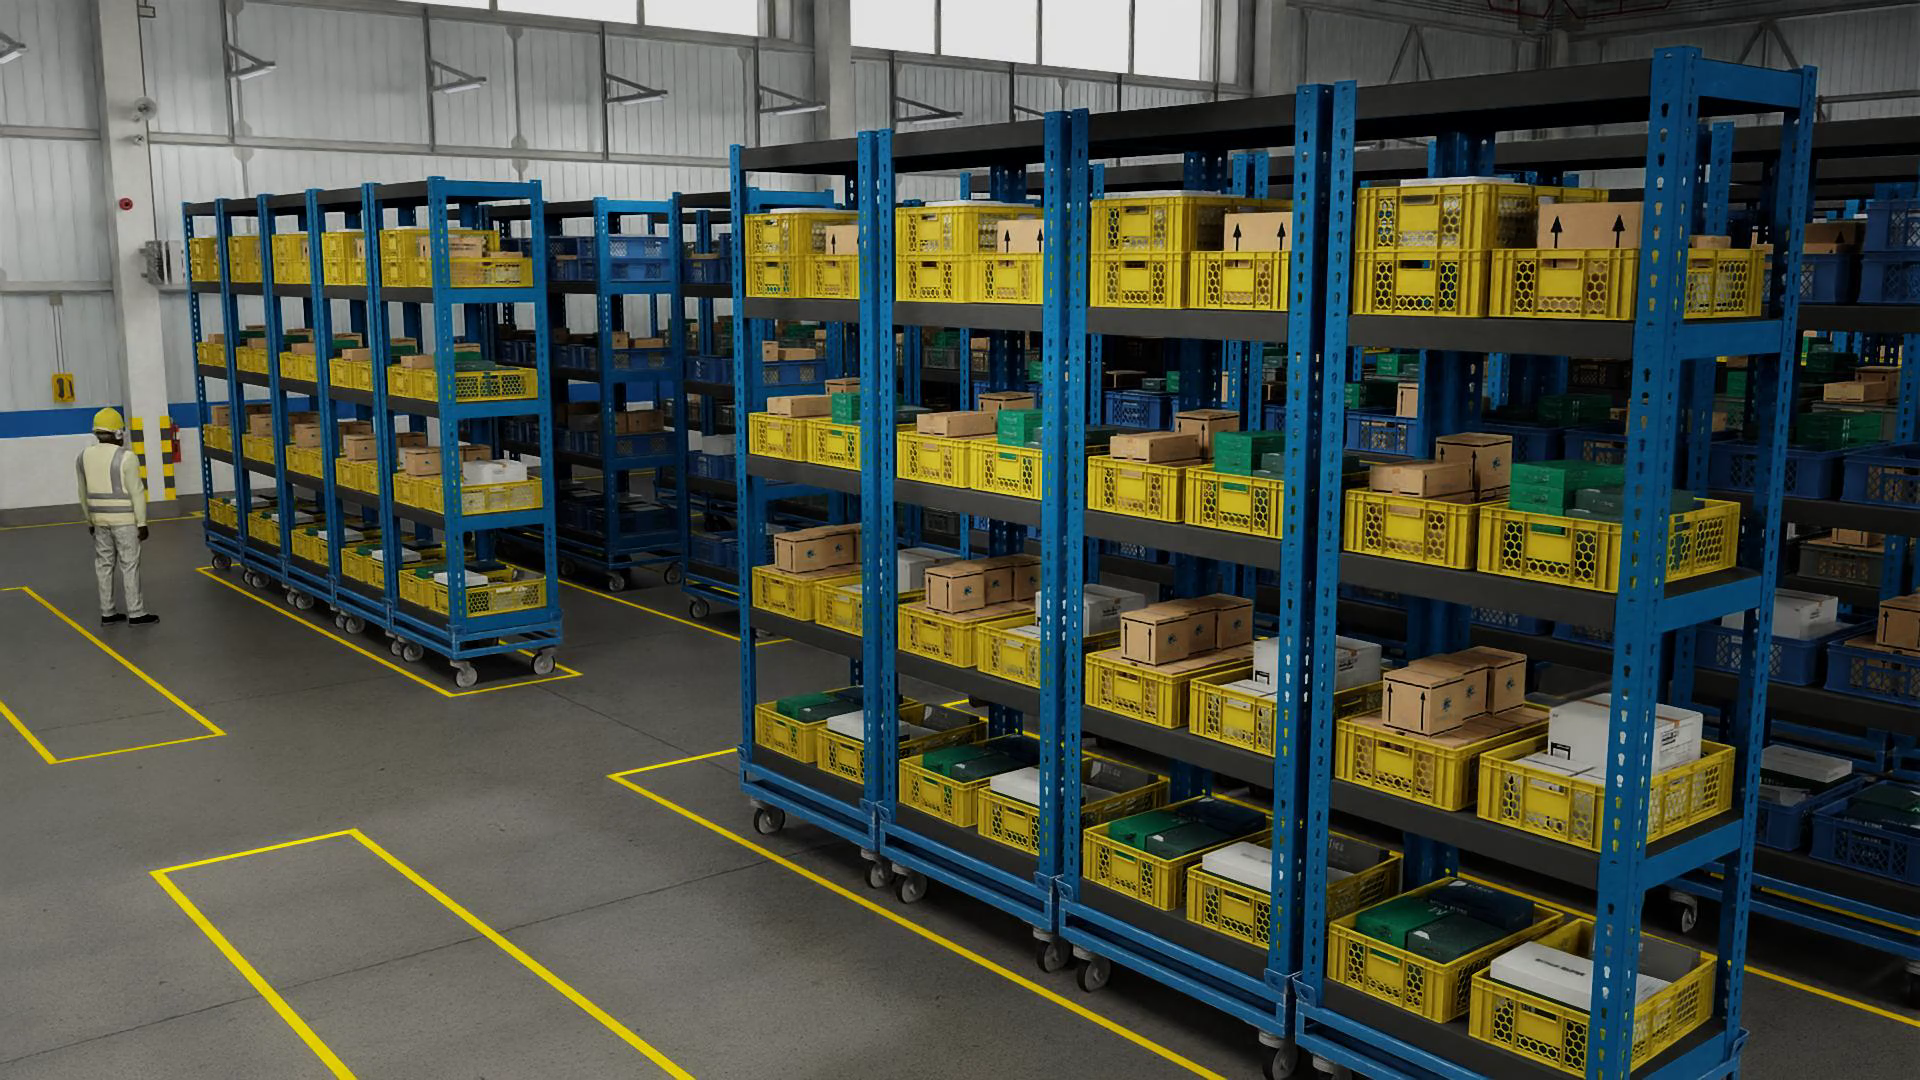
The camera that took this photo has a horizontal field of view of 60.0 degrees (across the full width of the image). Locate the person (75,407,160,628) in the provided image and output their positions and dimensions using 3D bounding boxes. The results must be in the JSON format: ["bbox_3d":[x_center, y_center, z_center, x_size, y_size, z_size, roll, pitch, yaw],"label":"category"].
[{"bbox_3d":[-6.997,-0.182,13.818,0.597,1.836,0.404,2,10,13],"label":"person"}]
